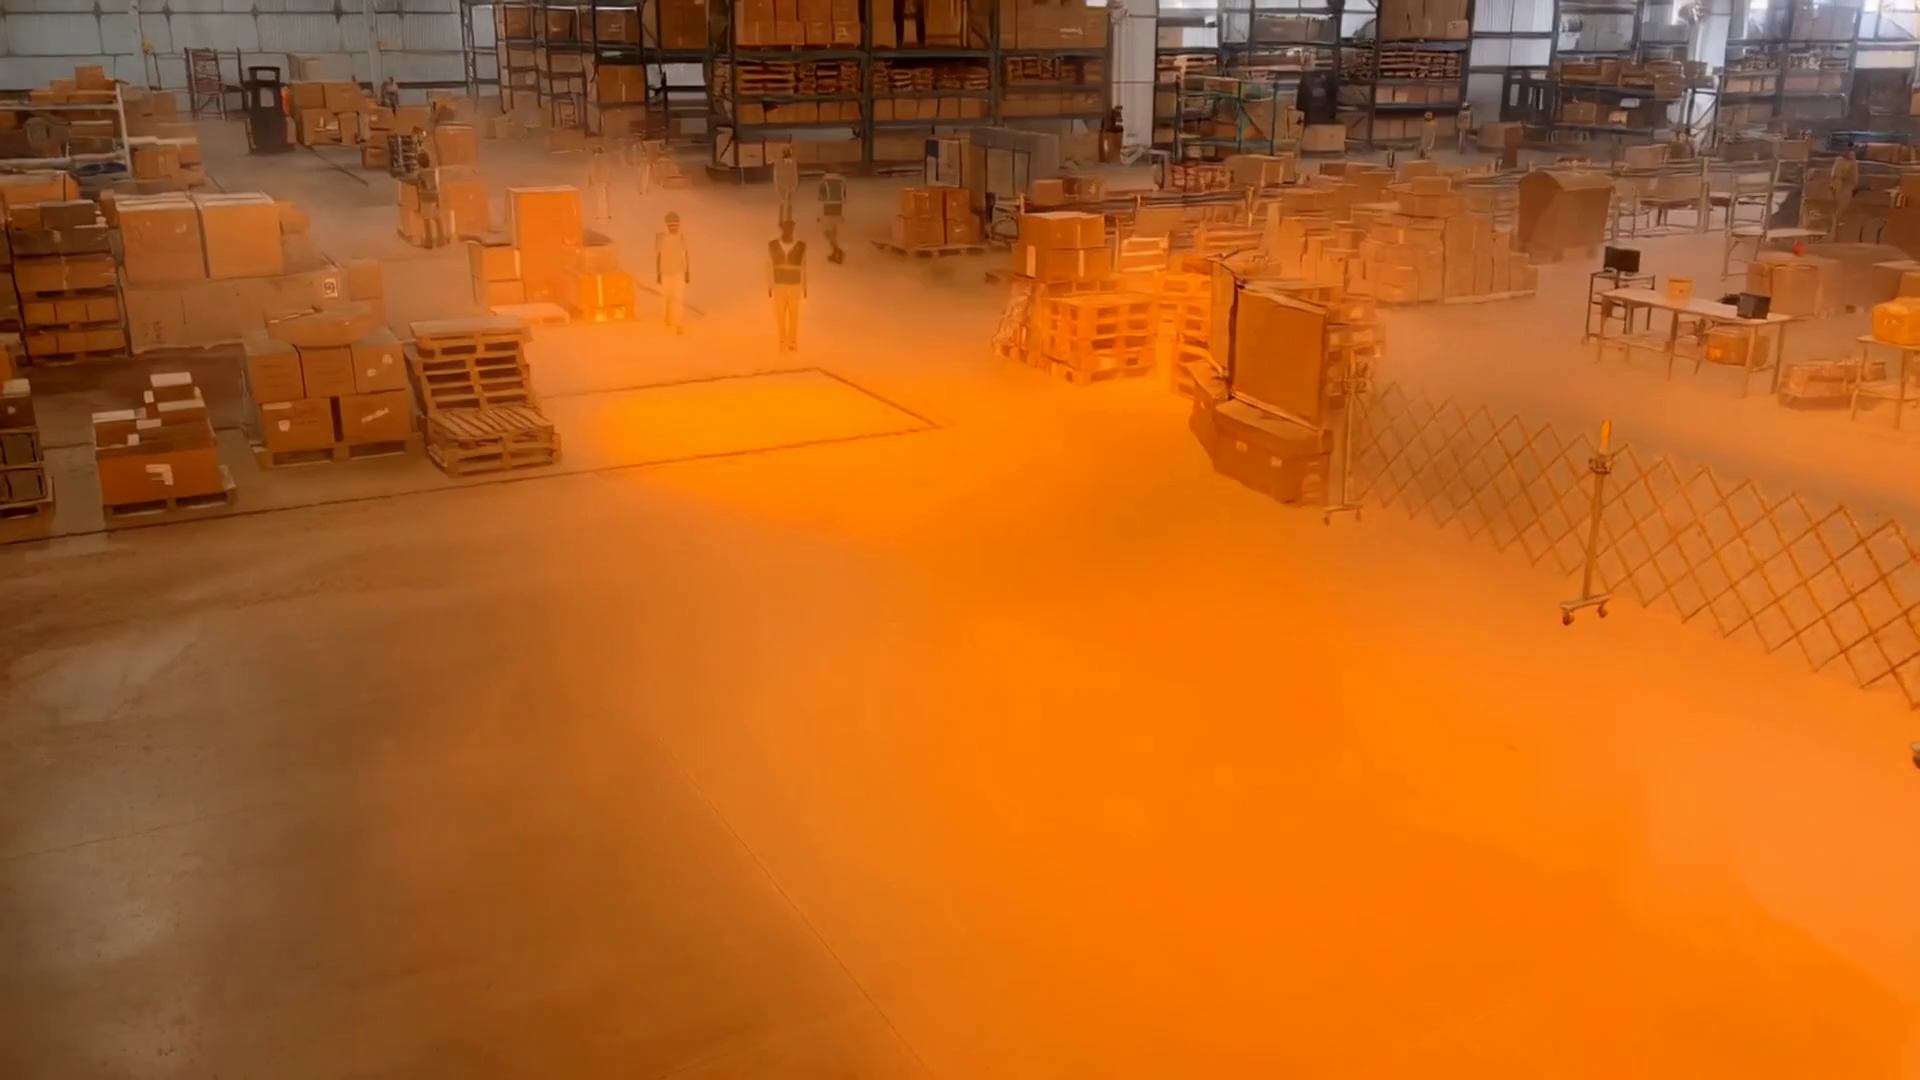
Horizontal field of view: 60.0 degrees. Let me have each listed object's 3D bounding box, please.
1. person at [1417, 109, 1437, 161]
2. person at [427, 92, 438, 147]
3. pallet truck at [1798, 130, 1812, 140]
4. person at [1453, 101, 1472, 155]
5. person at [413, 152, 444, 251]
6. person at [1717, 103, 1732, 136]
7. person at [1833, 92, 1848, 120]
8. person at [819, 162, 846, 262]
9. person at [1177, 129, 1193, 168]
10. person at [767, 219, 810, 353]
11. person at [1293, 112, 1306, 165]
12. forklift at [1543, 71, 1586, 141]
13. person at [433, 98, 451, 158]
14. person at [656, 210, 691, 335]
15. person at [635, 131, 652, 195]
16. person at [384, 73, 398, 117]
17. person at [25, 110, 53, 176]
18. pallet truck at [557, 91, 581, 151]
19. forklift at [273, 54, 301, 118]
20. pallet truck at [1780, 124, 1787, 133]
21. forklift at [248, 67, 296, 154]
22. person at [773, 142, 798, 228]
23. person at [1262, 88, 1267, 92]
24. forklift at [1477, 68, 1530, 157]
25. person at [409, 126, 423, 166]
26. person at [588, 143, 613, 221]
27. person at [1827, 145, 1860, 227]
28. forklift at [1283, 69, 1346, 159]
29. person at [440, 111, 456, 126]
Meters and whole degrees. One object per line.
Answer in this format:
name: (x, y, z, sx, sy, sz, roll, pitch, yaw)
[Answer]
person: (13.470, -11.496, 48.216, 0.649, 1.919, 0.570, -7, 19, -22)
person: (-18.548, -14.822, 58.610, 0.393, 1.912, 0.588, -13, 22, -34)
pallet truck: (25.526, -11.556, 49.408, 1.630, 1.274, 0.653, -9, 20, -26)
person: (16.789, -13.762, 55.574, 0.655, 1.747, 0.538, -13, 22, -35)
person: (-10.772, -6.864, 33.707, 0.367, 1.963, 0.609, 14, 22, 36)
person: (24.893, -13.344, 54.264, 0.525, 1.754, 0.379, 15, 23, 39)
person: (30.548, -14.560, 57.752, 1.042, 1.940, 0.614, 10, 20, 27)
person: (-2.414, -6.278, 31.954, 0.543, 1.923, 0.690, -12, 21, -32)
person: (6.260, -10.773, 46.486, 0.844, 1.597, 0.517, -13, 22, -34)
person: (-2.433, -3.607, 23.648, 0.617, 1.903, 0.610, -2, 18, -6)
person: (10.628, -12.557, 51.991, 0.266, 1.631, 0.507, 16, 24, 40)
forklift: (18.685, -13.231, 52.085, 1.873, 2.768, 1.129, -9, 20, -26)
person: (-16.710, -13.316, 53.859, 1.039, 1.939, 0.611, 12, 21, 33)
person: (-4.322, -4.035, 25.059, 0.538, 1.860, 0.506, -5, 19, -17)
person: (-8.318, -9.885, 43.655, 0.310, 1.636, 0.523, 9, 20, 26)
person: (-25.551, -20.003, 74.740, 0.564, 1.917, 0.410, -3, 18, -9)
person: (-26.842, -11.568, 48.509, 0.637, 1.894, 1.033, -15, 23, -39)
pallet truck: (-13.495, -14.412, 57.188, 0.823, 1.965, 1.885, -3, 18, -9)
forklift: (-28.179, -19.172, 70.605, 1.873, 2.768, 1.129, -9, 20, -26)
pallet truck: (25.206, -12.542, 52.601, 1.601, 1.201, 0.680, 0, 18, -2)
forklift: (-23.317, -14.510, 56.071, 1.129, 2.768, 1.873, -2, 18, -5)
person: (-3.824, -7.792, 36.651, 0.555, 1.925, 0.398, -6, 19, -18)
person: (12.029, -16.950, 65.607, 0.611, 1.678, 0.514, 8, 20, 24)
forklift: (18.231, -14.152, 54.956, 1.873, 2.768, 1.129, -9, 20, -26)
person: (-14.921, -10.552, 45.733, 0.310, 1.640, 0.514, 3, 18, 11)
person: (-8.289, -8.258, 38.375, 0.523, 1.769, 0.323, -7, 19, -21)
person: (19.849, -7.952, 37.344, 0.609, 1.818, 0.419, 0, 18, 0)
forklift: (11.615, -13.871, 54.079, 1.129, 2.768, 1.873, -9, 20, -27)
person: (-16.065, -12.656, 52.272, 0.545, 1.649, 0.888, -13, 22, -35)
